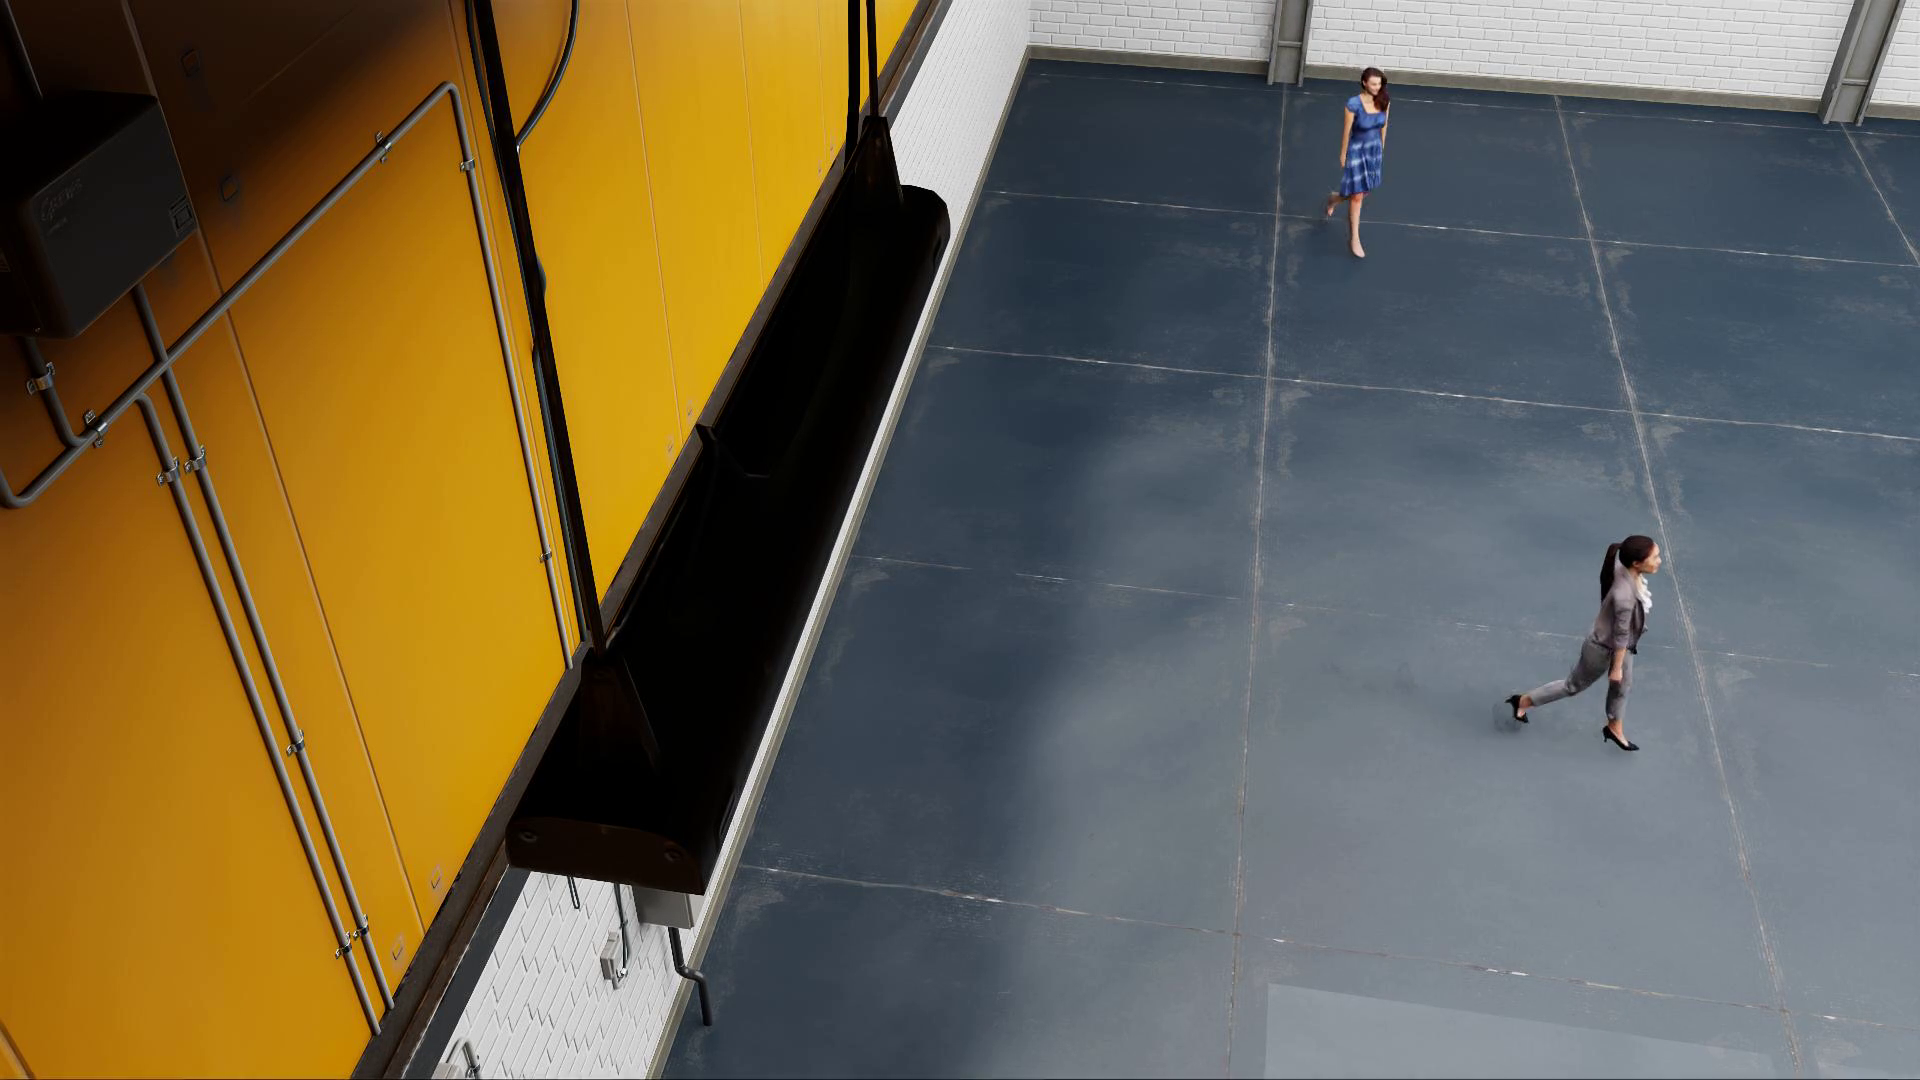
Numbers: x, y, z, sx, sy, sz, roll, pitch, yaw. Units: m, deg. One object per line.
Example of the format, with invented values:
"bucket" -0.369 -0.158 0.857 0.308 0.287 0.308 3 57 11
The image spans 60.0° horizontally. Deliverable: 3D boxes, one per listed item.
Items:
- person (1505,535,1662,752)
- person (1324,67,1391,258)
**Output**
"person" 3.918 0.651 10.305 1.148 1.643 0.783 15 41 18
"person" 3.688 -3.543 15.446 1.043 1.781 1.045 -17 42 -20
